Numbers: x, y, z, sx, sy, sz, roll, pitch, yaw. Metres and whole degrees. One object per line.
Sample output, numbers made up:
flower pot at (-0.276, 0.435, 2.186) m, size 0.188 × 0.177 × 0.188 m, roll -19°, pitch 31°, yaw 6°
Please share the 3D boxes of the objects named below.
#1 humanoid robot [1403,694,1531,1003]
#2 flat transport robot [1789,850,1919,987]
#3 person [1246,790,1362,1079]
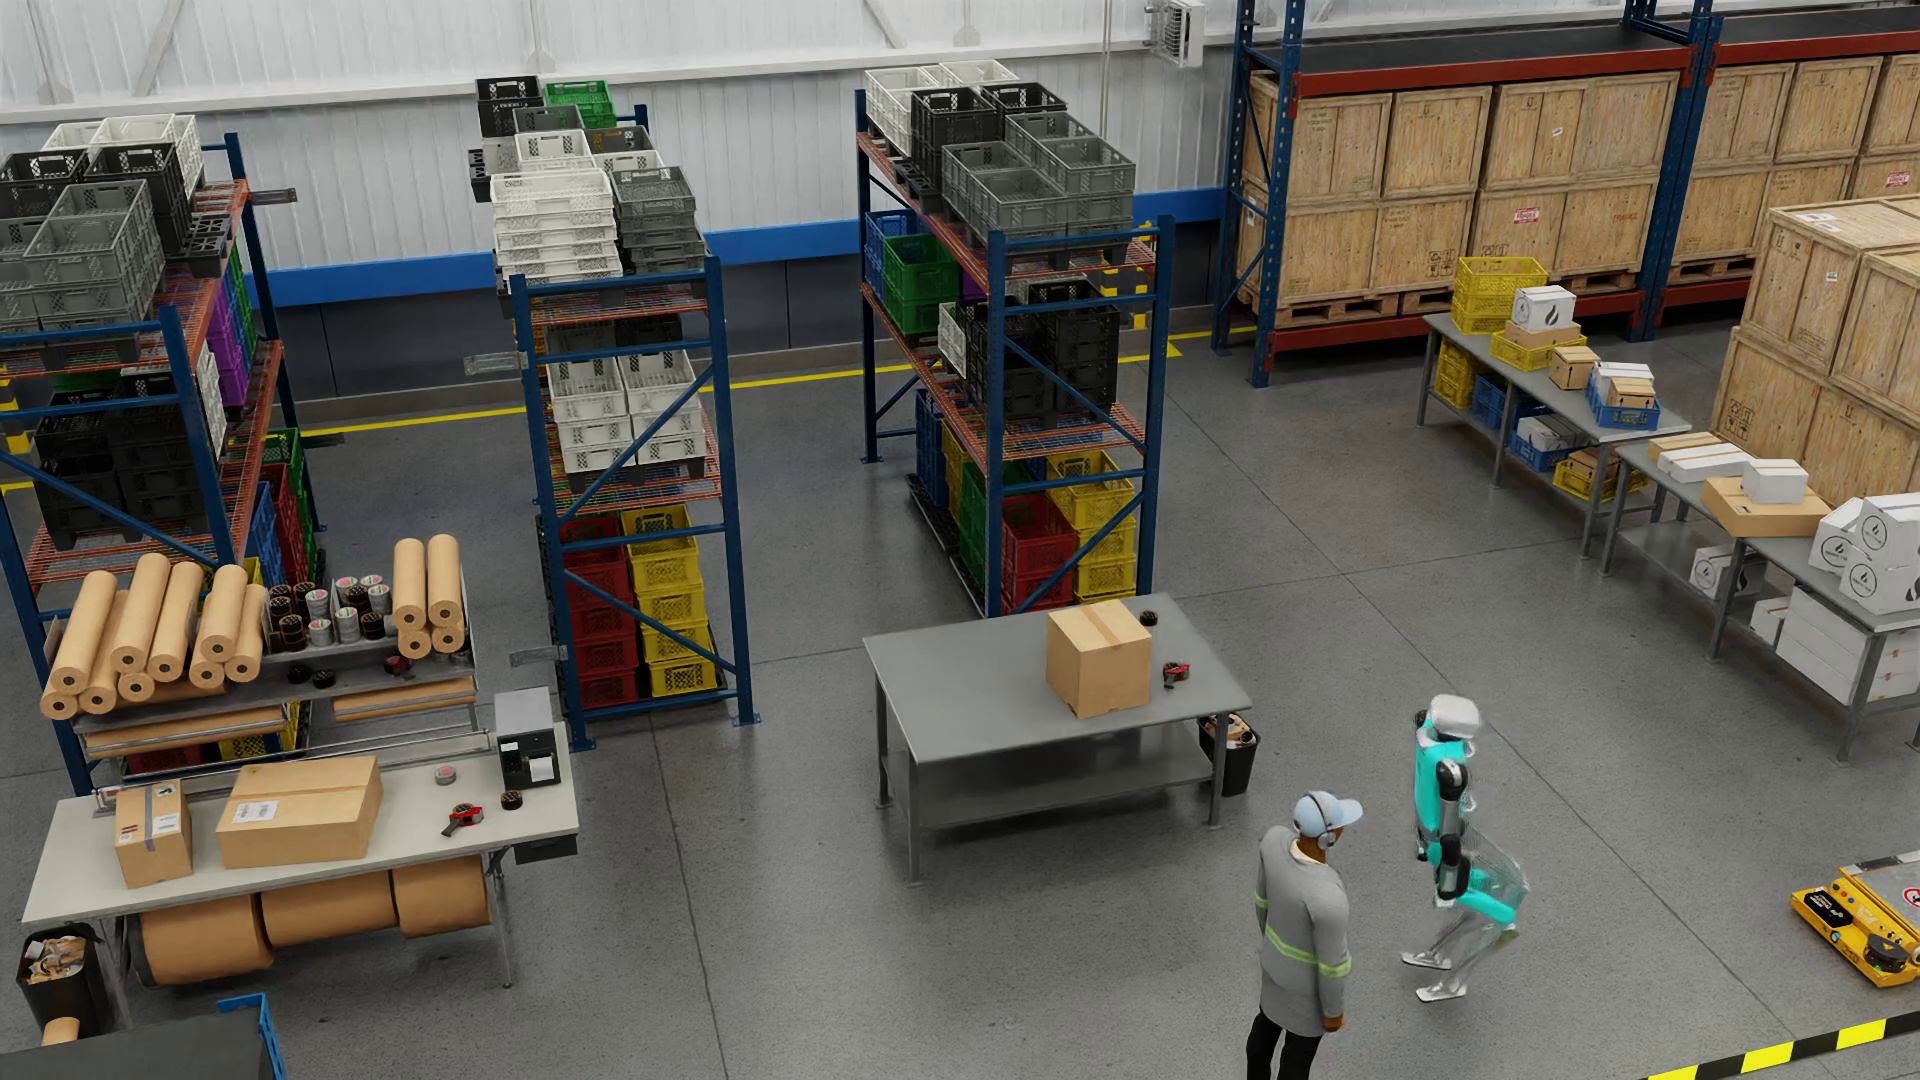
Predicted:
humanoid robot at (2.437, 1.464, 7.833) m, size 0.735 × 1.677 × 0.533 m, roll 1°, pitch 29°, yaw 1°
flat transport robot at (5.163, 1.916, 8.676) m, size 1.431 × 0.231 × 0.659 m, roll -8°, pitch 30°, yaw -14°
person at (1.476, 1.841, 7.168) m, size 0.365 × 1.852 × 0.589 m, roll -11°, pitch 31°, yaw -20°
